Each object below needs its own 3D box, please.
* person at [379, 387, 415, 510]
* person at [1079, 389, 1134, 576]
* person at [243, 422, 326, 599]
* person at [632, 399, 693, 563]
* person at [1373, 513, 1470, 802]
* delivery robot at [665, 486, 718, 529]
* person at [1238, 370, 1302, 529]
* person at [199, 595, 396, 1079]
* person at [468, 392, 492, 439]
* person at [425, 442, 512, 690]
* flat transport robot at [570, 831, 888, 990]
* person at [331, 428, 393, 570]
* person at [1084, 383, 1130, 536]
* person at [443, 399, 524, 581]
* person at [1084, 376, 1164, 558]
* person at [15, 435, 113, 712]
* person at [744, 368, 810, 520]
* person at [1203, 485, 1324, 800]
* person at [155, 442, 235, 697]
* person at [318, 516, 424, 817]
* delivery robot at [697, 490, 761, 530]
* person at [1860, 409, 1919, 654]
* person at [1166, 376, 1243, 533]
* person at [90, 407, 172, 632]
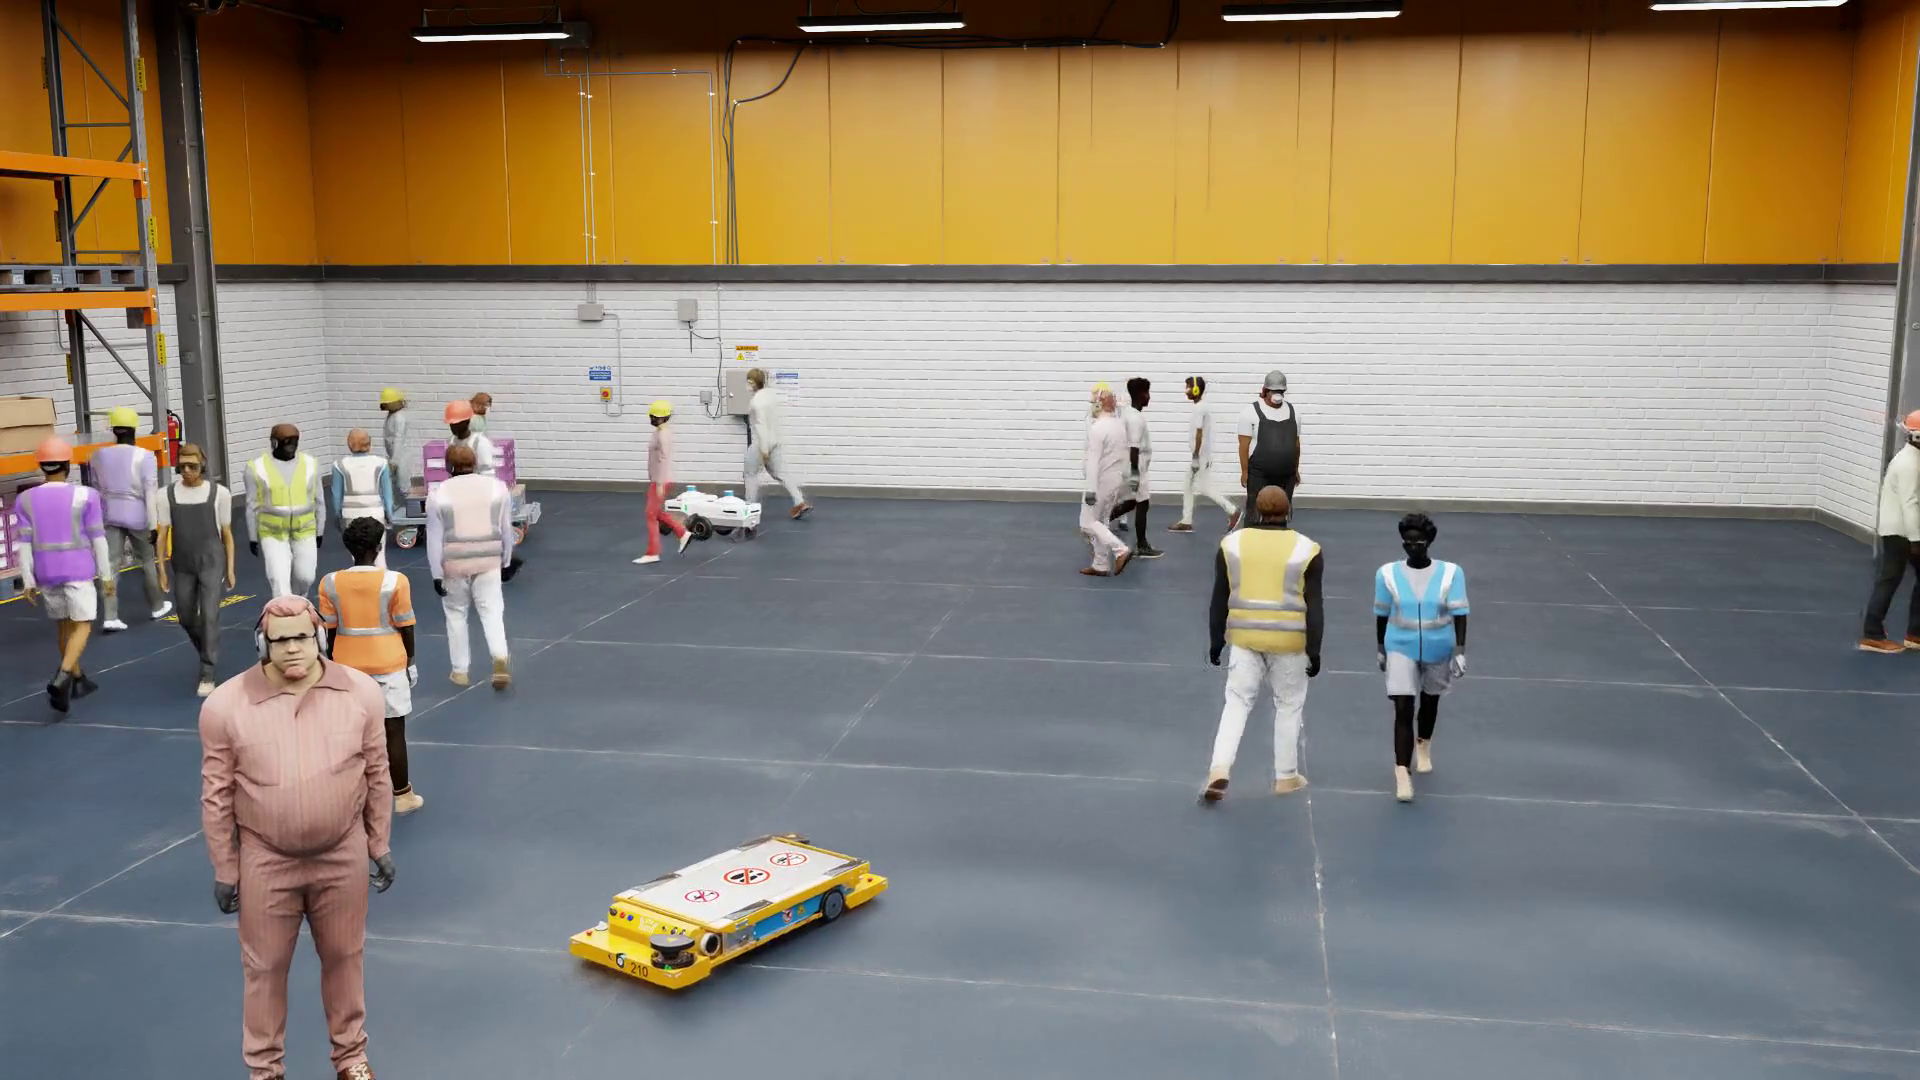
[{"bbox_3d":[-6.567,-0.958,19.565,0.757,1.701,0.488,-8,12,-41],"label":"person"},{"bbox_3d":[1.444,-0.548,16.433,0.544,1.886,0.659,5,10,27],"label":"person"},{"bbox_3d":[-5.561,-0.073,13.718,0.629,1.821,0.680,-6,11,-32],"label":"person"},{"bbox_3d":[-3.132,-0.616,17.348,0.579,1.728,0.554,-2,9,-13],"label":"person"},{"bbox_3d":[2.699,0.647,9.785,0.536,1.648,0.902,2,9,13],"label":"person"},{"bbox_3d":[-3.109,-0.389,19.286,0.477,0.478,0.707,4,10,25],"label":"delivery robot"},{"bbox_3d":[3.227,-0.739,17.153,0.688,2.000,0.536,-2,9,-12],"label":"person"},{"bbox_3d":[-2.345,1.132,5.959,0.642,1.909,0.399,-5,11,-30],"label":"person"},{"bbox_3d":[-5.885,-0.993,20.058,0.581,1.603,0.548,0,9,-2],"label":"person"},{"bbox_3d":[-3.537,0.195,12.057,0.628,1.819,0.754,-5,10,-27],"label":"person"},{"bbox_3d":[-1.033,1.670,7.683,0.652,0.197,1.431,7,11,36],"label":"flat transport robot"},{"bbox_3d":[-5.459,-0.213,15.192,0.516,1.624,0.425,-5,10,-27],"label":"person"},{"bbox_3d":[1.730,-0.929,19.148,0.620,1.778,0.436,-7,12,-38],"label":"person"},{"bbox_3d":[-4.502,-0.409,15.665,0.558,1.883,0.904,4,10,23],"label":"person"},{"bbox_3d":[1.753,-0.765,17.614,0.783,1.946,0.608,-1,9,-4],"label":"person"},{"bbox_3d":[-6.244,0.231,11.564,0.551,1.916,0.878,-1,9,-7],"label":"person"},{"bbox_3d":[-2.315,-1.154,20.224,0.956,1.890,0.654,2,9,11],"label":"person"},{"bbox_3d":[1.726,0.608,9.544,0.652,1.821,0.707,5,10,28],"label":"person"},{"bbox_3d":[-5.544,0.185,12.107,0.518,1.823,0.790,-2,9,-15],"label":"person"},{"bbox_3d":[-3.270,0.710,9.241,0.533,1.692,0.319,0,9,-1],"label":"person"},{"bbox_3d":[-2.614,-0.318,18.851,0.707,0.478,0.477,4,10,26],"label":"delivery robot"},{"bbox_3d":[7.560,-0.052,13.097,0.752,1.965,0.662,6,11,33],"label":"person"},{"bbox_3d":[2.864,-0.983,19.301,0.845,1.834,0.572,2,9,12],"label":"person"},{"bbox_3d":[-7.117,-0.182,14.202,0.605,1.883,0.976,0,9,0],"label":"person"}]
